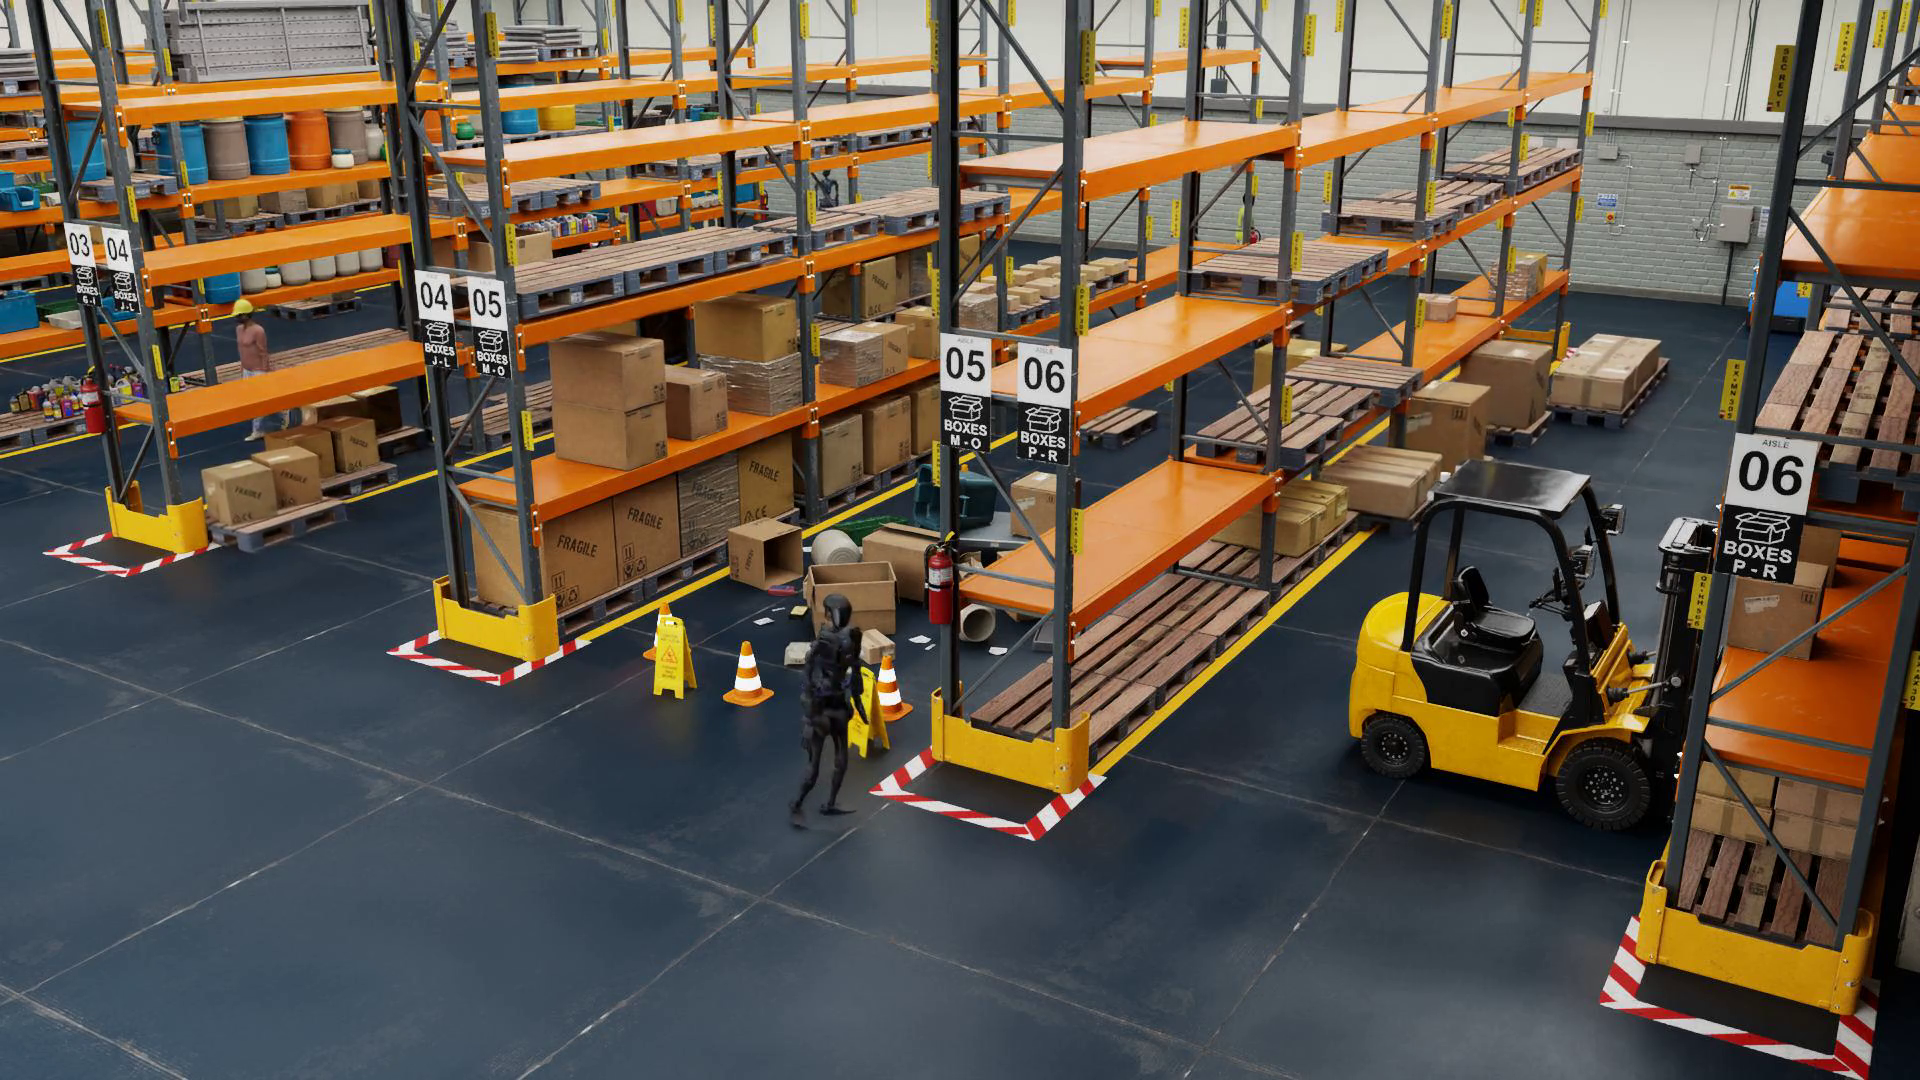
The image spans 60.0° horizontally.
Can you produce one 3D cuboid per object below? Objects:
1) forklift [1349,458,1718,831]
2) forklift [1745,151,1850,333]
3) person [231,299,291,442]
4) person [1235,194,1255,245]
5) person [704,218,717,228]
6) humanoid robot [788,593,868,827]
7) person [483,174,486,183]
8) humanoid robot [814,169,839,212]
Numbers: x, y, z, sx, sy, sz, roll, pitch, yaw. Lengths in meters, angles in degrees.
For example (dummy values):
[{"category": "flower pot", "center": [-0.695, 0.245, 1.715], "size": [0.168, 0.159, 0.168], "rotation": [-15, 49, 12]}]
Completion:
[{"category": "forklift", "center": [3.988, 0.658, 11.776], "size": [2.313, 2.155, 1.214], "rotation": [11, 22, 29]}, {"category": "forklift", "center": [13.620, -4.667, 26.137], "size": [1.873, 2.768, 1.129], "rotation": [11, 22, 29]}, {"category": "person", "center": [-8.616, -2.099, 20.398], "size": [0.539, 1.750, 0.519], "rotation": [11, 22, 29]}, {"category": "person", "center": [5.198, -5.495, 30.330], "size": [0.324, 1.686, 0.539], "rotation": [-2, 19, -5]}, {"category": "person", "center": [-5.239, -7.063, 34.868], "size": [0.489, 1.688, 0.352], "rotation": [-6, 20, -17]}, {"category": "humanoid robot", "center": [-0.922, 1.125, 11.219], "size": [0.447, 1.647, 0.598], "rotation": [14, 23, 35]}, {"category": "person", "center": [-10.413, -7.732, 36.625], "size": [0.336, 1.801, 0.520], "rotation": [12, 22, 30]}, {"category": "humanoid robot", "center": [-2.801, -6.891, 34.409], "size": [0.598, 1.638, 0.676], "rotation": [-9, 21, -25]}]
